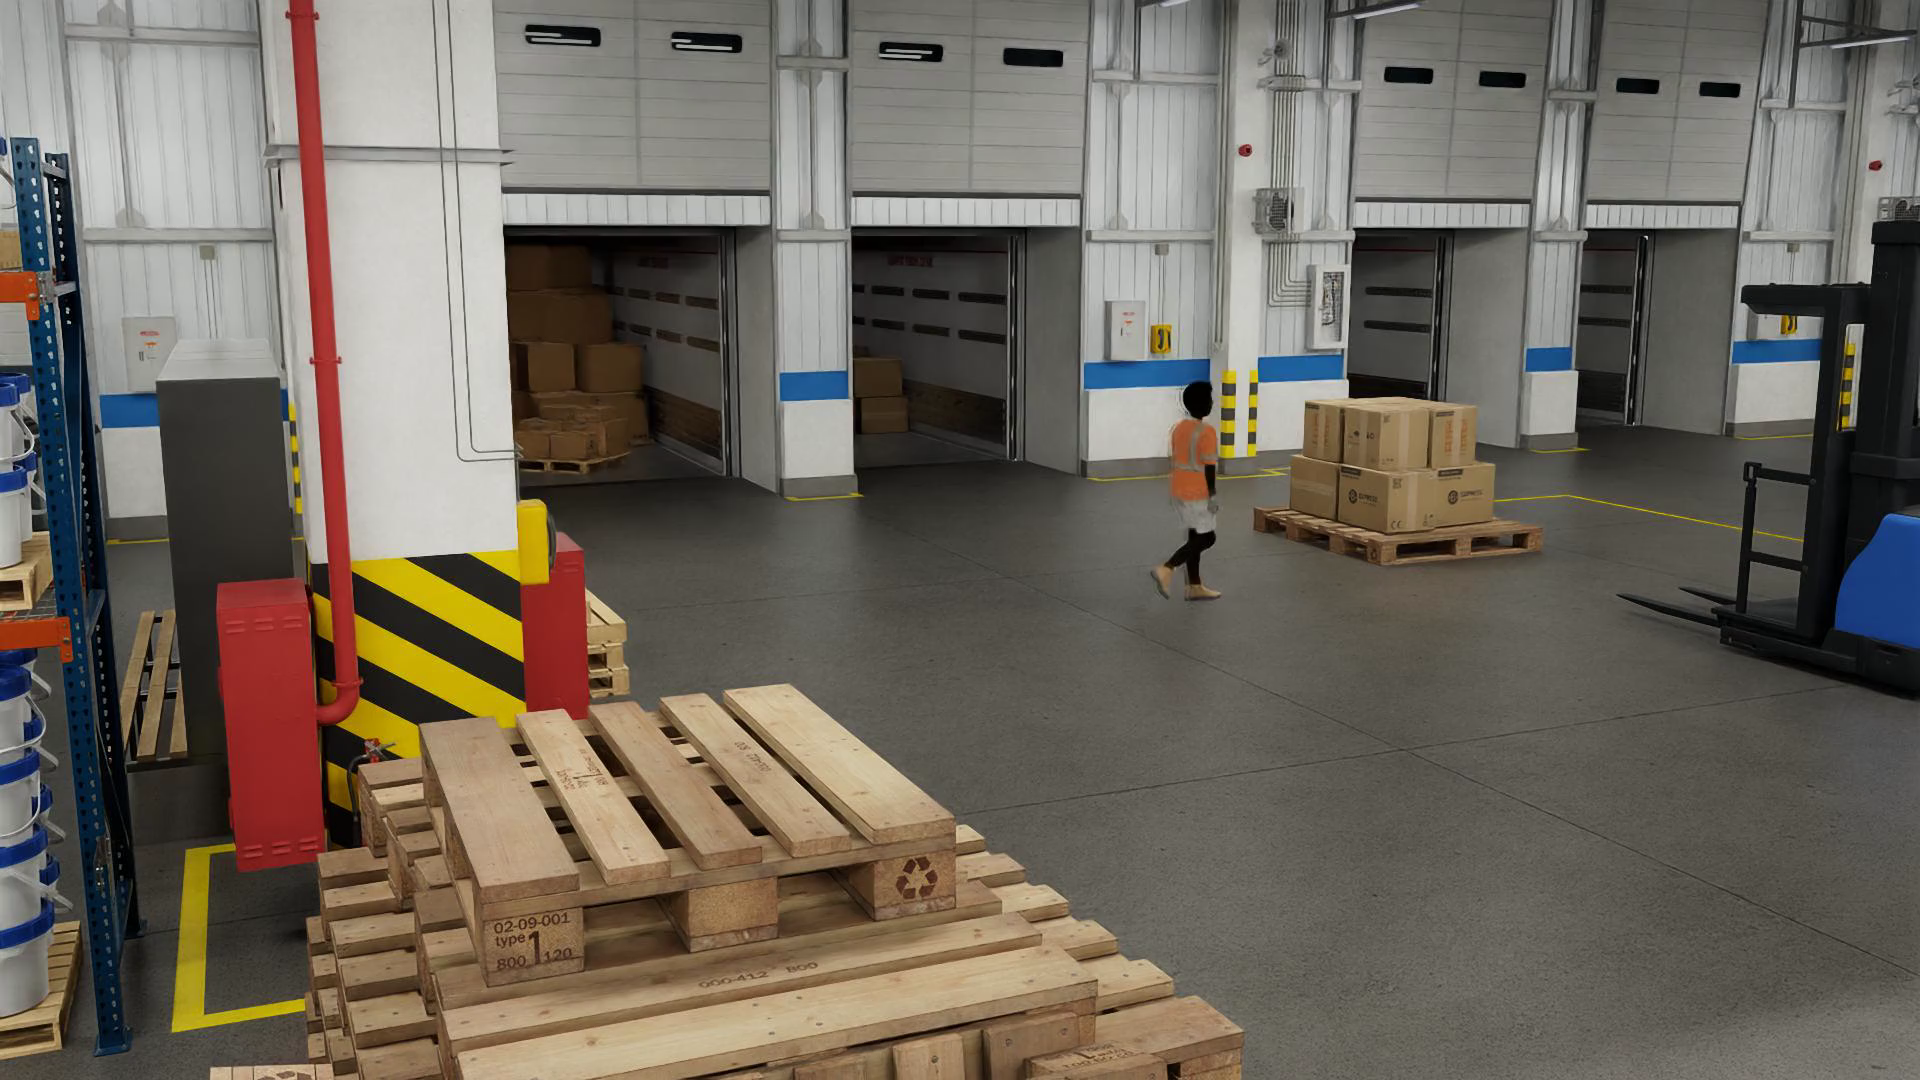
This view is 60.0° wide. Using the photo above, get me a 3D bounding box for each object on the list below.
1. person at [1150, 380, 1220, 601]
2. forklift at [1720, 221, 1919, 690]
[{"bbox_3d":[1.696,-0.350,12.397,0.553,1.683,0.548,-3,11,-18],"label":"person"},{"bbox_3d":[5.949,-0.550,10.218,1.129,2.768,1.873,-4,11,-23],"label":"forklift"}]
